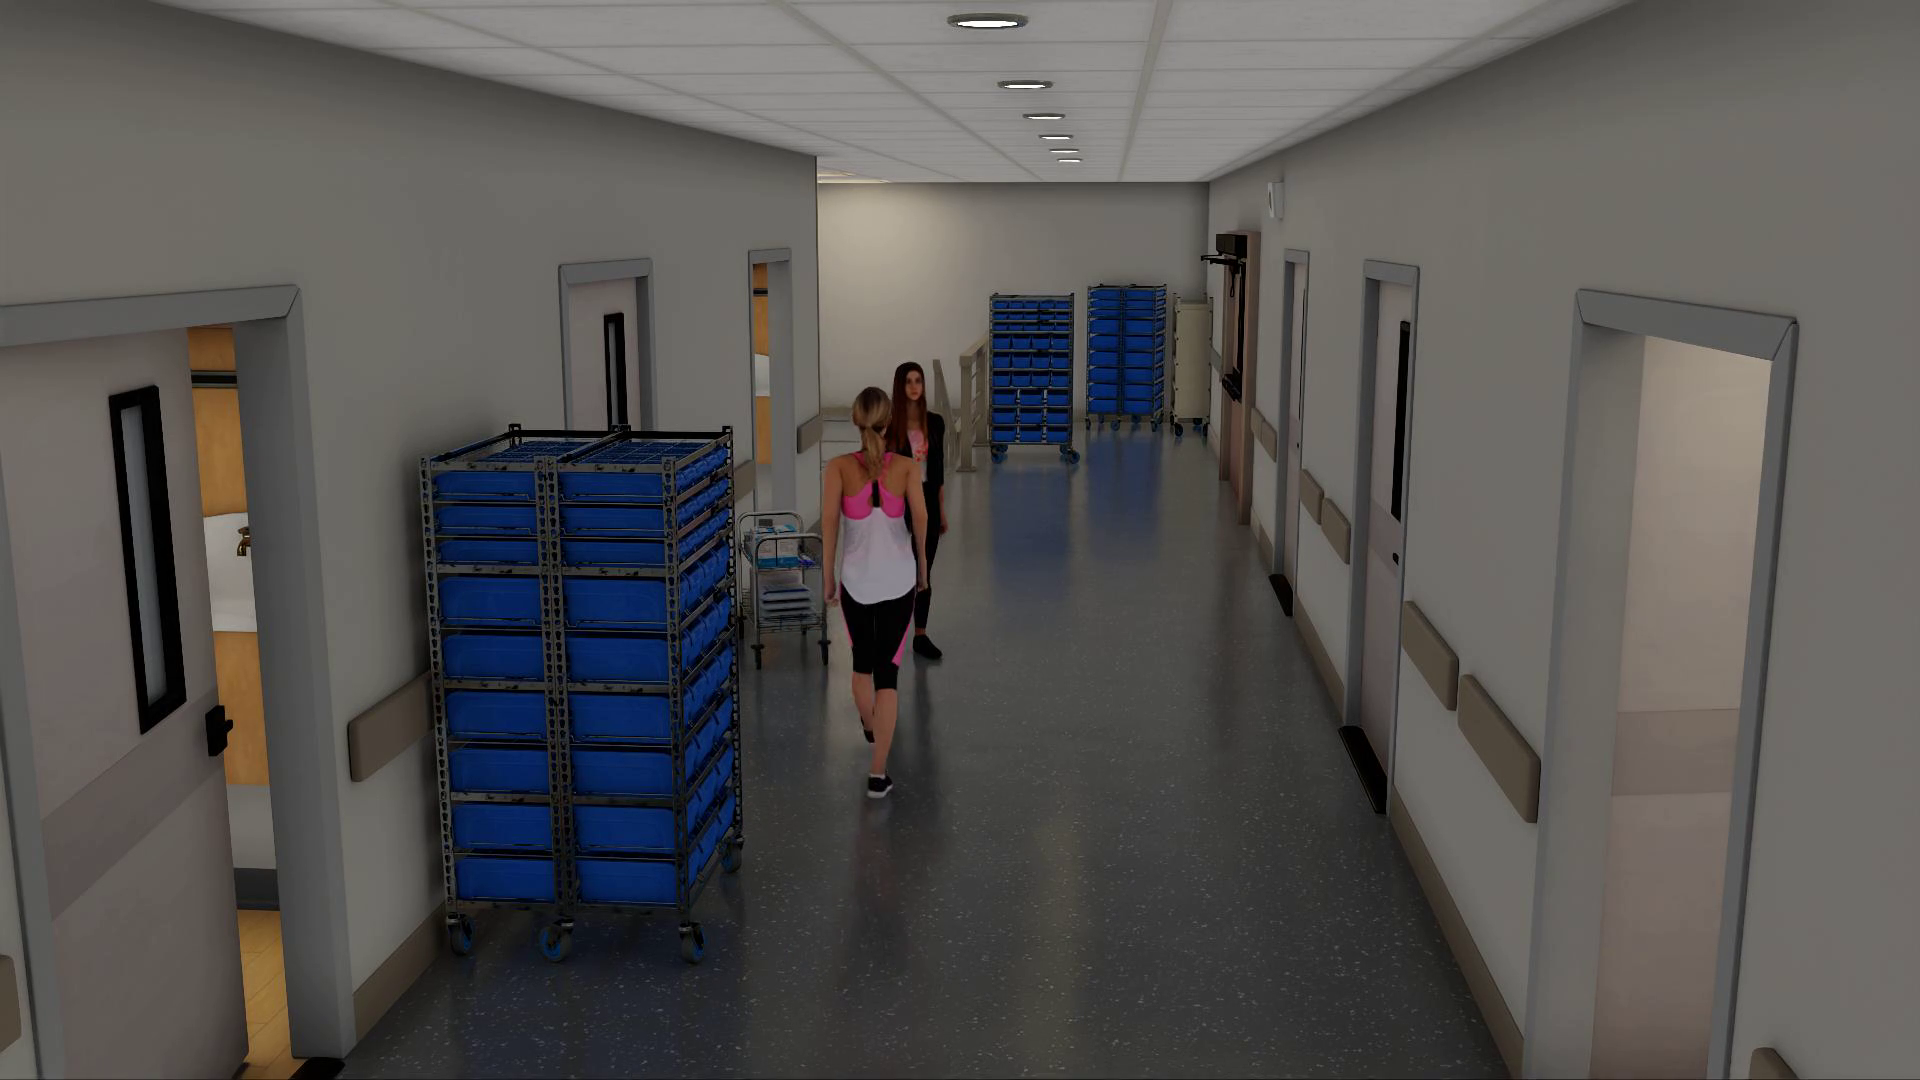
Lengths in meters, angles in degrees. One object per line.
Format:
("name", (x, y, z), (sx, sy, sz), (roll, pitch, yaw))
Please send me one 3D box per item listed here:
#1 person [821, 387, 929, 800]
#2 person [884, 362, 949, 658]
("person", (-0.360, 0.259, 7.203), (0.666, 1.742, 1.142), (0, 11, 1))
("person", (-0.290, -0.169, 9.542), (0.693, 1.710, 0.692), (-5, 12, -23))
